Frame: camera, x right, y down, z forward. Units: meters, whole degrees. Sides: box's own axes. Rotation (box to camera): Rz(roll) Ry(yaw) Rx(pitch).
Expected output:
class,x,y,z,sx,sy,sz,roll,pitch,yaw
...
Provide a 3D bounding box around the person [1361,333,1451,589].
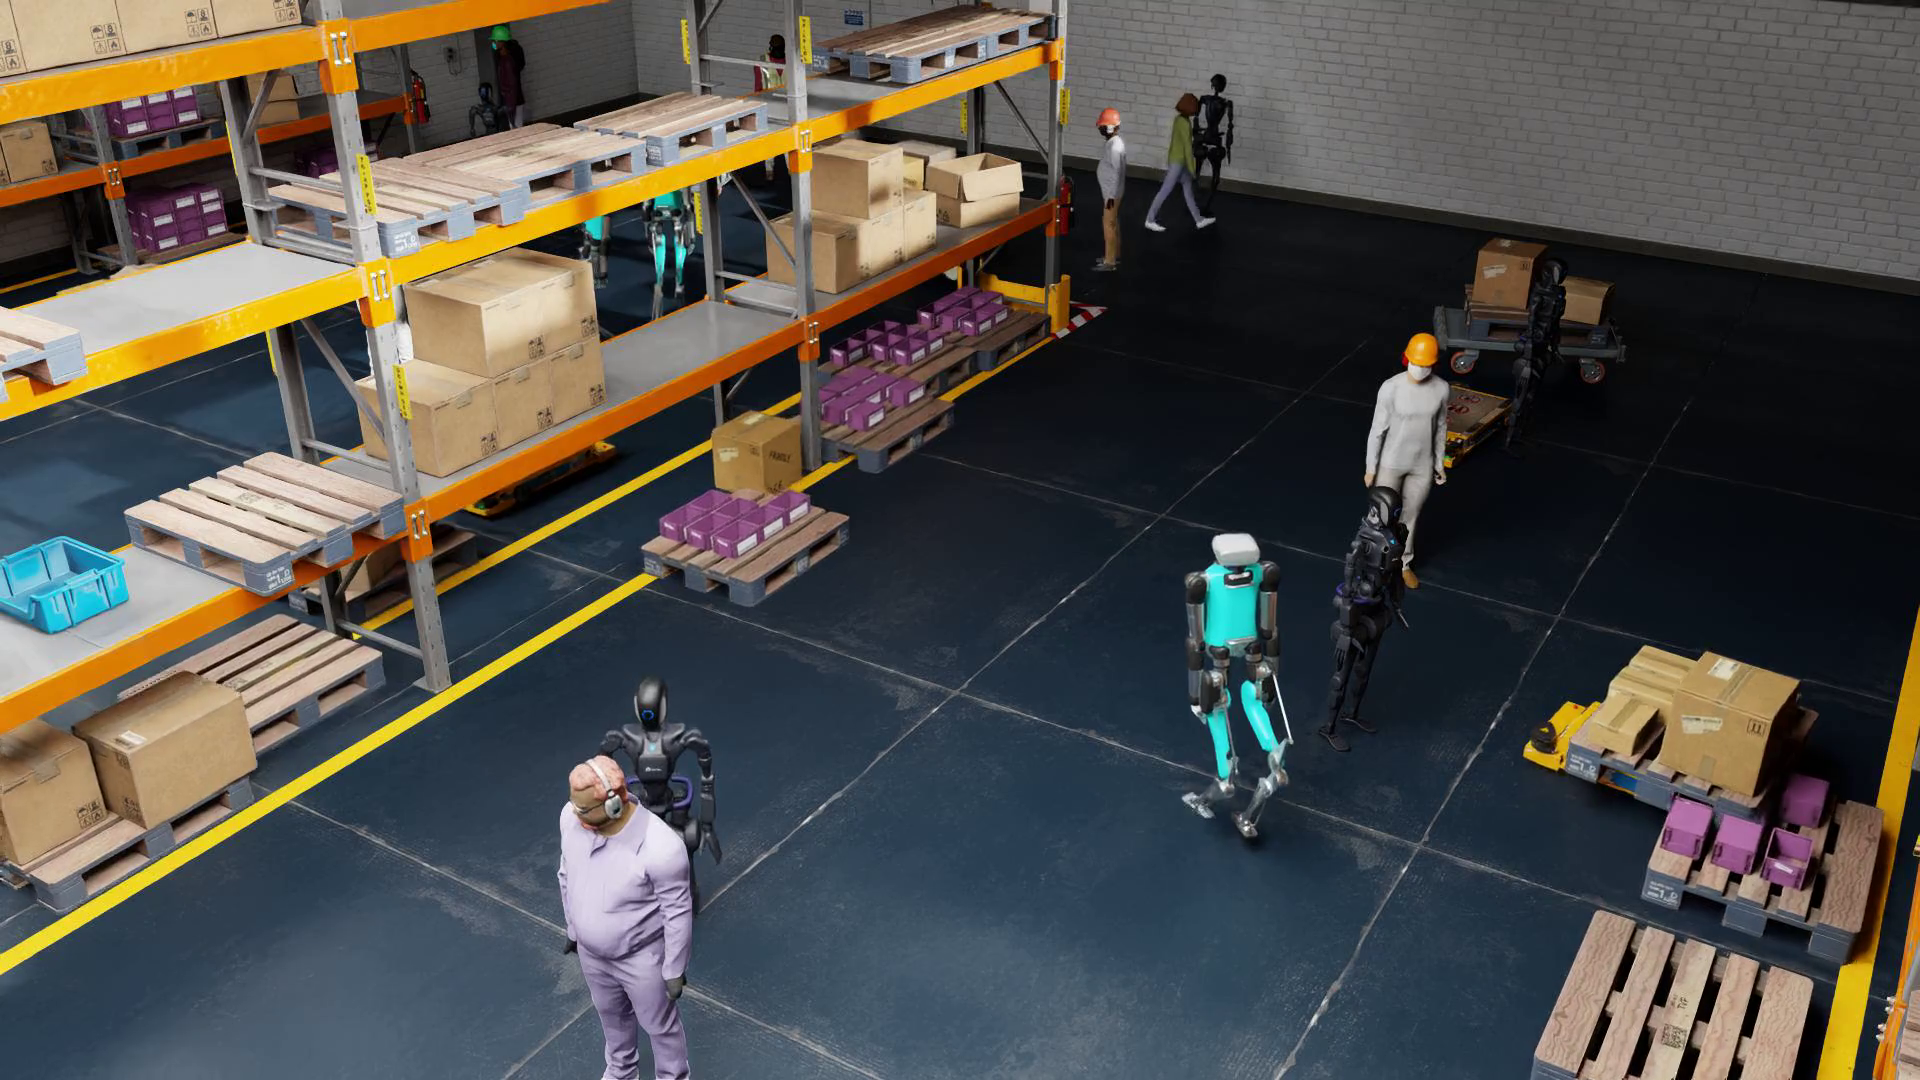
class,x,y,z,sx,sy,sz,roll,pitch,yaw
person,3.075,-0.532,11.454,0.570,1.893,0.374,-3,27,-6

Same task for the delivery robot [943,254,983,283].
class,x,y,z,sx,sy,sz,roll,pitch,yaw
delivery robot,-0.151,-3.127,18.064,0.803,0.614,0.499,13,30,24

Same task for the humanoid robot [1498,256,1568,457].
class,x,y,z,sx,sy,sz,roll,pitch,yaw
humanoid robot,4.733,-1.518,13.617,0.315,1.657,0.599,24,35,39

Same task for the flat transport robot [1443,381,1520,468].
class,x,y,z,sx,sy,sz,roll,pitch,yaw
flat transport robot,4.180,-0.992,14.152,0.659,0.231,1.431,20,33,34

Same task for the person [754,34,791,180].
class,x,y,z,sx,sy,sz,roll,pitch,yaw
person,-2.329,-5.584,21.470,0.622,1.839,0.429,-8,28,-16

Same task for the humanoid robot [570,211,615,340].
class,x,y,z,sx,sy,sz,roll,pitch,yaw
humanoid robot,-3.675,-2.529,15.633,1.017,1.765,0.549,-15,30,-27

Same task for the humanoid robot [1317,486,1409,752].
class,x,y,z,sx,sy,sz,roll,pitch,yaw
humanoid robot,2.395,0.439,9.762,0.599,1.657,0.315,-20,33,-34

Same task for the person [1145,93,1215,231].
class,x,y,z,sx,sy,sz,roll,pitch,yaw
person,2.588,-4.387,19.380,0.865,1.572,0.600,-1,27,-2

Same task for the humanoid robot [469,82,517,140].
class,x,y,z,sx,sy,sz,roll,pitch,yaw
humanoid robot,-5.491,-4.596,19.733,0.615,1.629,0.719,-2,27,-3

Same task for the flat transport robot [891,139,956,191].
class,x,y,z,sx,sy,sz,roll,pitch,yaw
flat transport robot,-0.830,-3.790,19.667,1.431,0.231,0.659,20,33,34

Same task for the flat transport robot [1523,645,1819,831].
class,x,y,z,sx,sy,sz,roll,pitch,yaw
flat transport robot,4.085,1.310,9.617,1.431,0.231,0.659,21,33,35

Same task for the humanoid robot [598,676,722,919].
class,x,y,z,sx,sy,sz,roll,pitch,yaw
humanoid robot,-1.459,1.320,8.040,0.590,1.639,0.510,-3,27,-6

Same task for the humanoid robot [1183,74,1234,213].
class,x,y,z,sx,sy,sz,roll,pitch,yaw
humanoid robot,2.986,-4.768,20.041,0.591,1.642,0.422,20,33,34

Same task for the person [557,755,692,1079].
class,x,y,z,sx,sy,sz,roll,pitch,yaw
person,-1.426,1.720,7.008,0.650,1.900,0.406,15,30,27

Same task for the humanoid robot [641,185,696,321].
class,x,y,z,sx,sy,sz,roll,pitch,yaw
humanoid robot,-2.906,-2.840,16.227,0.553,1.840,0.879,3,27,7

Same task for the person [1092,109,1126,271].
class,x,y,z,sx,sy,sz,roll,pitch,yaw
person,1.612,-3.803,18.065,0.378,1.740,0.574,1,27,3

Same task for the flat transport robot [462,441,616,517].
class,x,y,z,sx,sy,sz,roll,pitch,yaw
flat transport robot,-3.502,-0.586,13.352,0.659,0.231,1.431,16,31,29

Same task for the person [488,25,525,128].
class,x,y,z,sx,sy,sz,roll,pitch,yaw
person,-5.758,-5.629,21.433,0.421,1.952,0.489,-7,28,-14

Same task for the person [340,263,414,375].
class,x,y,z,sx,sy,sz,roll,pitch,yaw
person,-5.194,-2.292,14.872,0.630,1.940,0.373,-3,27,-5

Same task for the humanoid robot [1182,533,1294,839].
class,x,y,z,sx,sy,sz,roll,pitch,yaw
humanoid robot,1.505,0.871,8.864,0.547,1.764,0.907,-7,28,-14

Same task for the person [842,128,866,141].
class,x,y,z,sx,sy,sz,roll,pitch,yaw
person,-1.018,-3.337,17.061,0.535,1.817,0.822,15,31,28
